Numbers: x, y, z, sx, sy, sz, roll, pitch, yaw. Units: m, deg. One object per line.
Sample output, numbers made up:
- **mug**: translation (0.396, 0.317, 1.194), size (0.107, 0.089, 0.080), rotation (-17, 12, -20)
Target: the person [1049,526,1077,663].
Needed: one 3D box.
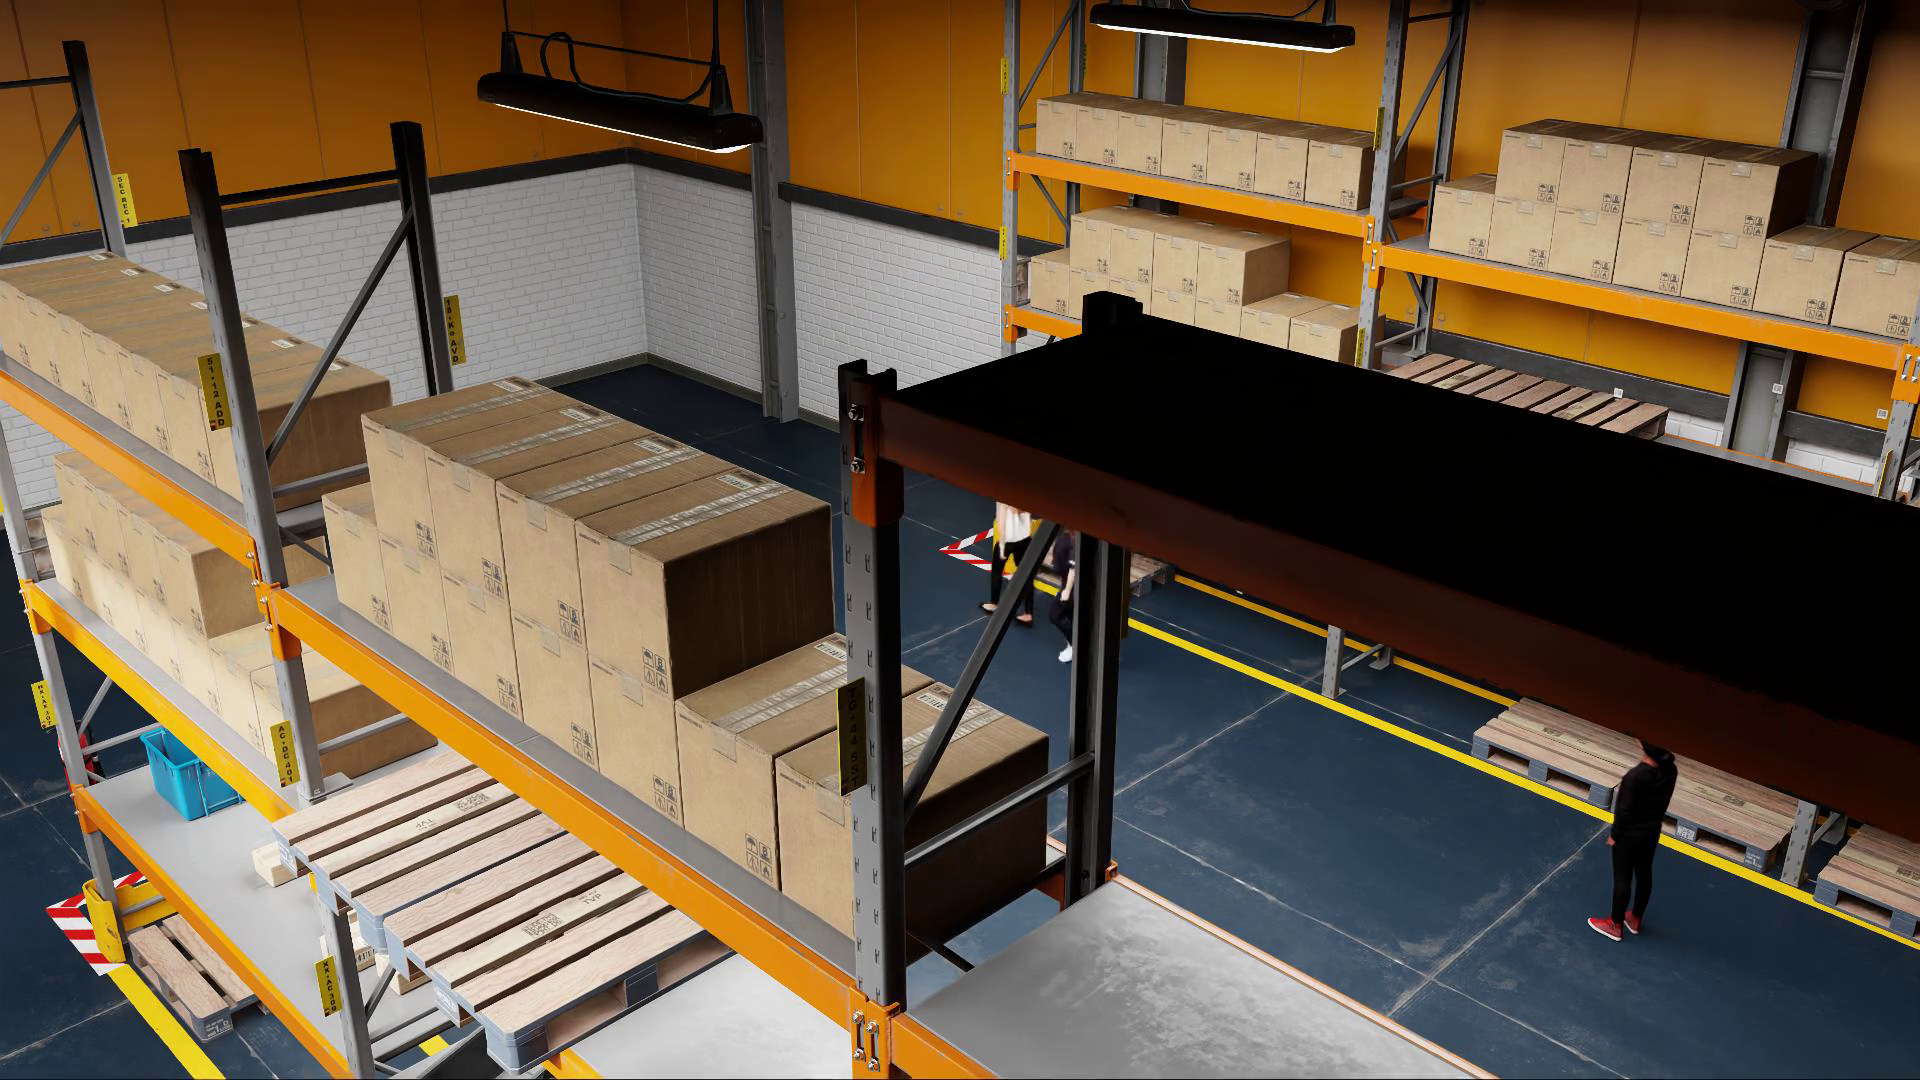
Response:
- **person**: translation (1.081, 0.410, 15.089), size (0.811, 1.621, 0.748), rotation (1, 24, 2)

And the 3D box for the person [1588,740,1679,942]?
- **person**: translation (4.659, 1.990, 11.408), size (0.668, 1.675, 0.666), rotation (-10, 25, -21)

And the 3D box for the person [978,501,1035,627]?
- **person**: translation (0.572, 0.040, 15.839), size (0.667, 1.699, 0.882), rotation (-16, 28, -32)
